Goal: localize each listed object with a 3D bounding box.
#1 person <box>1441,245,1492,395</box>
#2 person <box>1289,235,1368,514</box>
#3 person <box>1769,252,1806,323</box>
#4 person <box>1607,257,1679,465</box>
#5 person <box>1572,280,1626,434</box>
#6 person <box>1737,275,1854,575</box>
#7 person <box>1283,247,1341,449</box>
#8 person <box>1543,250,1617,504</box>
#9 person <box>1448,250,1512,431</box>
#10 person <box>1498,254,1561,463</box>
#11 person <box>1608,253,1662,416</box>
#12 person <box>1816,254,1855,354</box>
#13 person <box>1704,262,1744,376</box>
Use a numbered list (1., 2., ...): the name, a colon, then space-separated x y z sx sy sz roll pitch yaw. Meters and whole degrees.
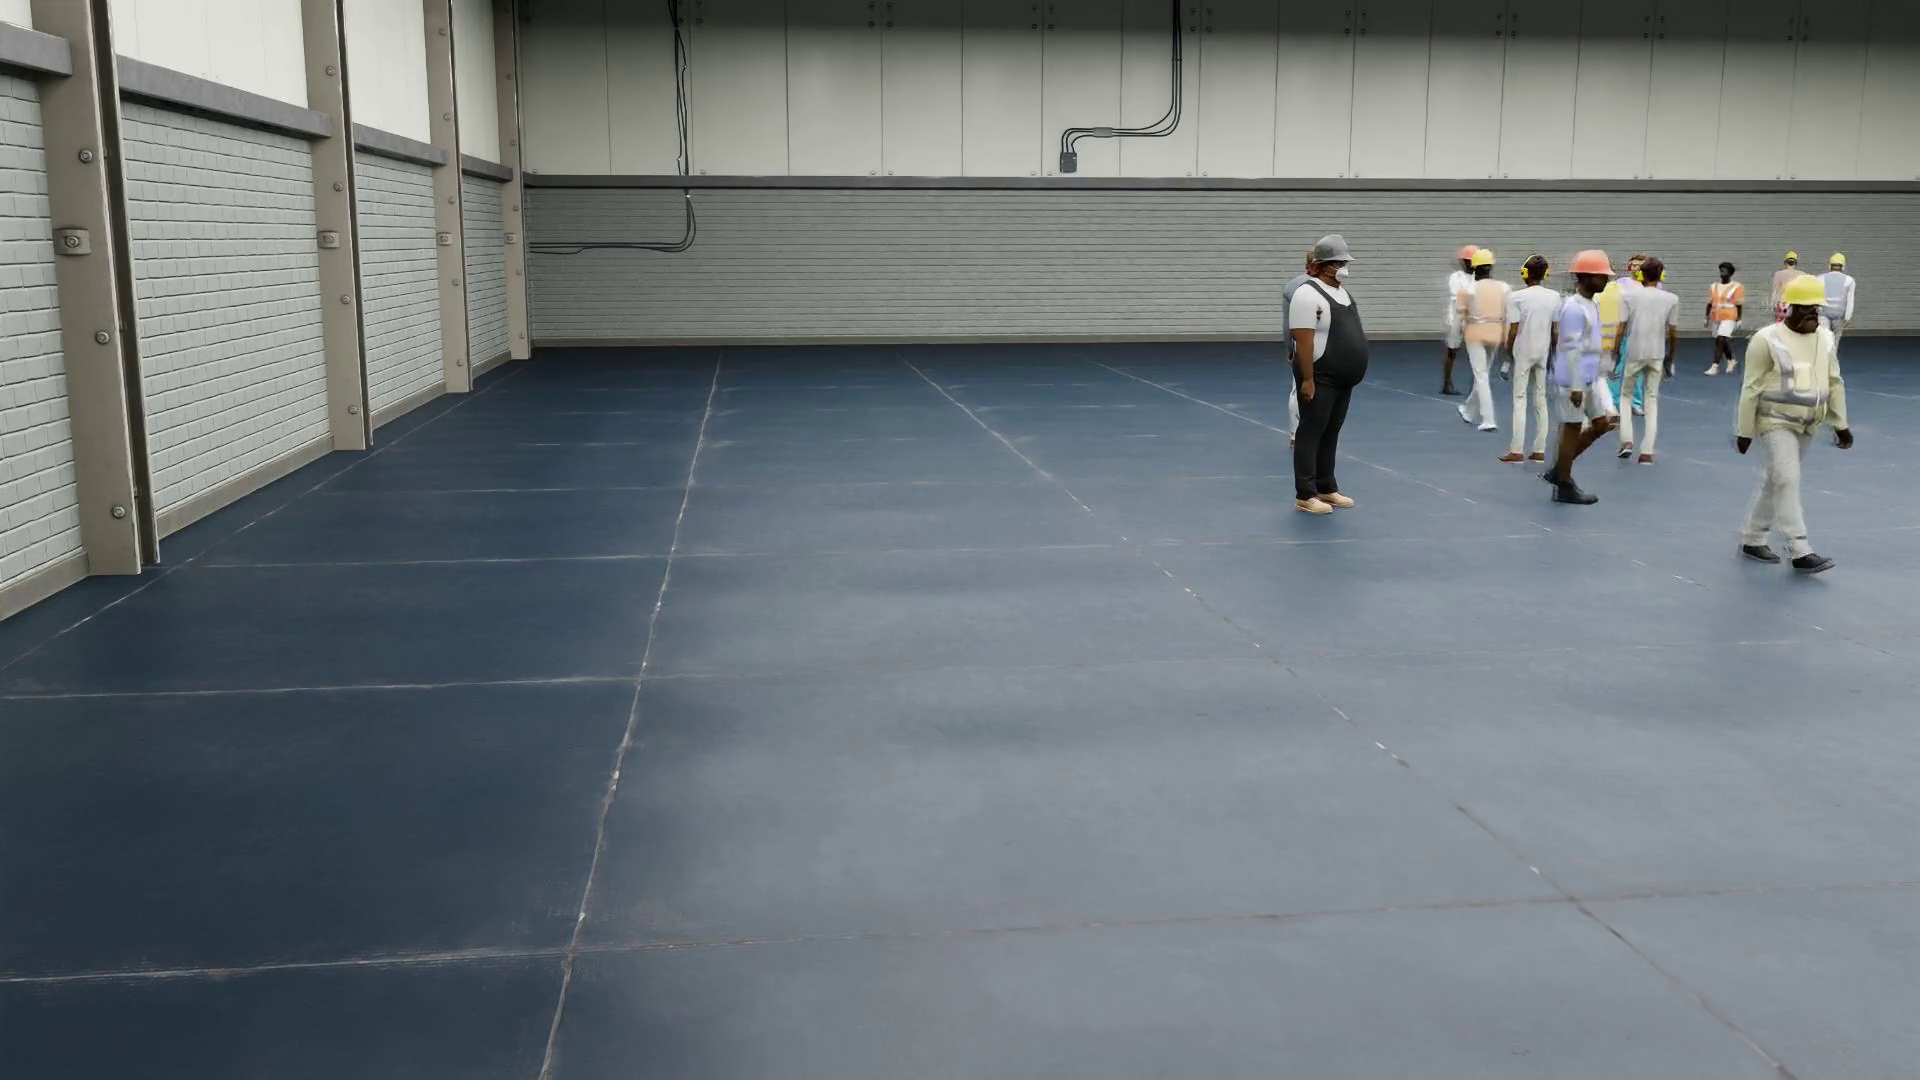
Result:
1. person: 6.480 -2.766 21.121 0.553 1.905 0.842 -5 11 -25
2. person: 2.743 -1.225 12.288 0.538 2.000 0.684 8 13 37
3. person: 14.367 -4.108 28.883 0.555 1.756 0.333 3 11 14
4. person: 6.112 -1.602 14.908 0.602 1.839 0.528 2 11 12
5. person: 6.416 -1.953 16.855 0.645 1.831 0.450 -3 11 -18
6. person: 5.095 -0.691 10.050 0.590 1.787 0.874 -4 11 -21
7. person: 3.358 -1.813 15.811 0.627 1.934 0.371 9 14 41
8. person: 4.712 -1.219 12.573 0.400 1.924 0.577 7 13 34
9. person: 5.471 -2.110 17.576 0.604 1.873 1.019 -2 10 -9
10. person: 5.097 -1.616 14.903 0.515 1.872 0.328 -2 11 -12
11. person: 7.625 -2.321 18.844 0.565 1.841 0.396 1 10 3
12. person: 13.116 -3.416 25.060 0.583 1.778 0.982 4 11 22
13. person: 11.264 -3.258 24.459 0.827 1.670 0.541 -6 12 -31
